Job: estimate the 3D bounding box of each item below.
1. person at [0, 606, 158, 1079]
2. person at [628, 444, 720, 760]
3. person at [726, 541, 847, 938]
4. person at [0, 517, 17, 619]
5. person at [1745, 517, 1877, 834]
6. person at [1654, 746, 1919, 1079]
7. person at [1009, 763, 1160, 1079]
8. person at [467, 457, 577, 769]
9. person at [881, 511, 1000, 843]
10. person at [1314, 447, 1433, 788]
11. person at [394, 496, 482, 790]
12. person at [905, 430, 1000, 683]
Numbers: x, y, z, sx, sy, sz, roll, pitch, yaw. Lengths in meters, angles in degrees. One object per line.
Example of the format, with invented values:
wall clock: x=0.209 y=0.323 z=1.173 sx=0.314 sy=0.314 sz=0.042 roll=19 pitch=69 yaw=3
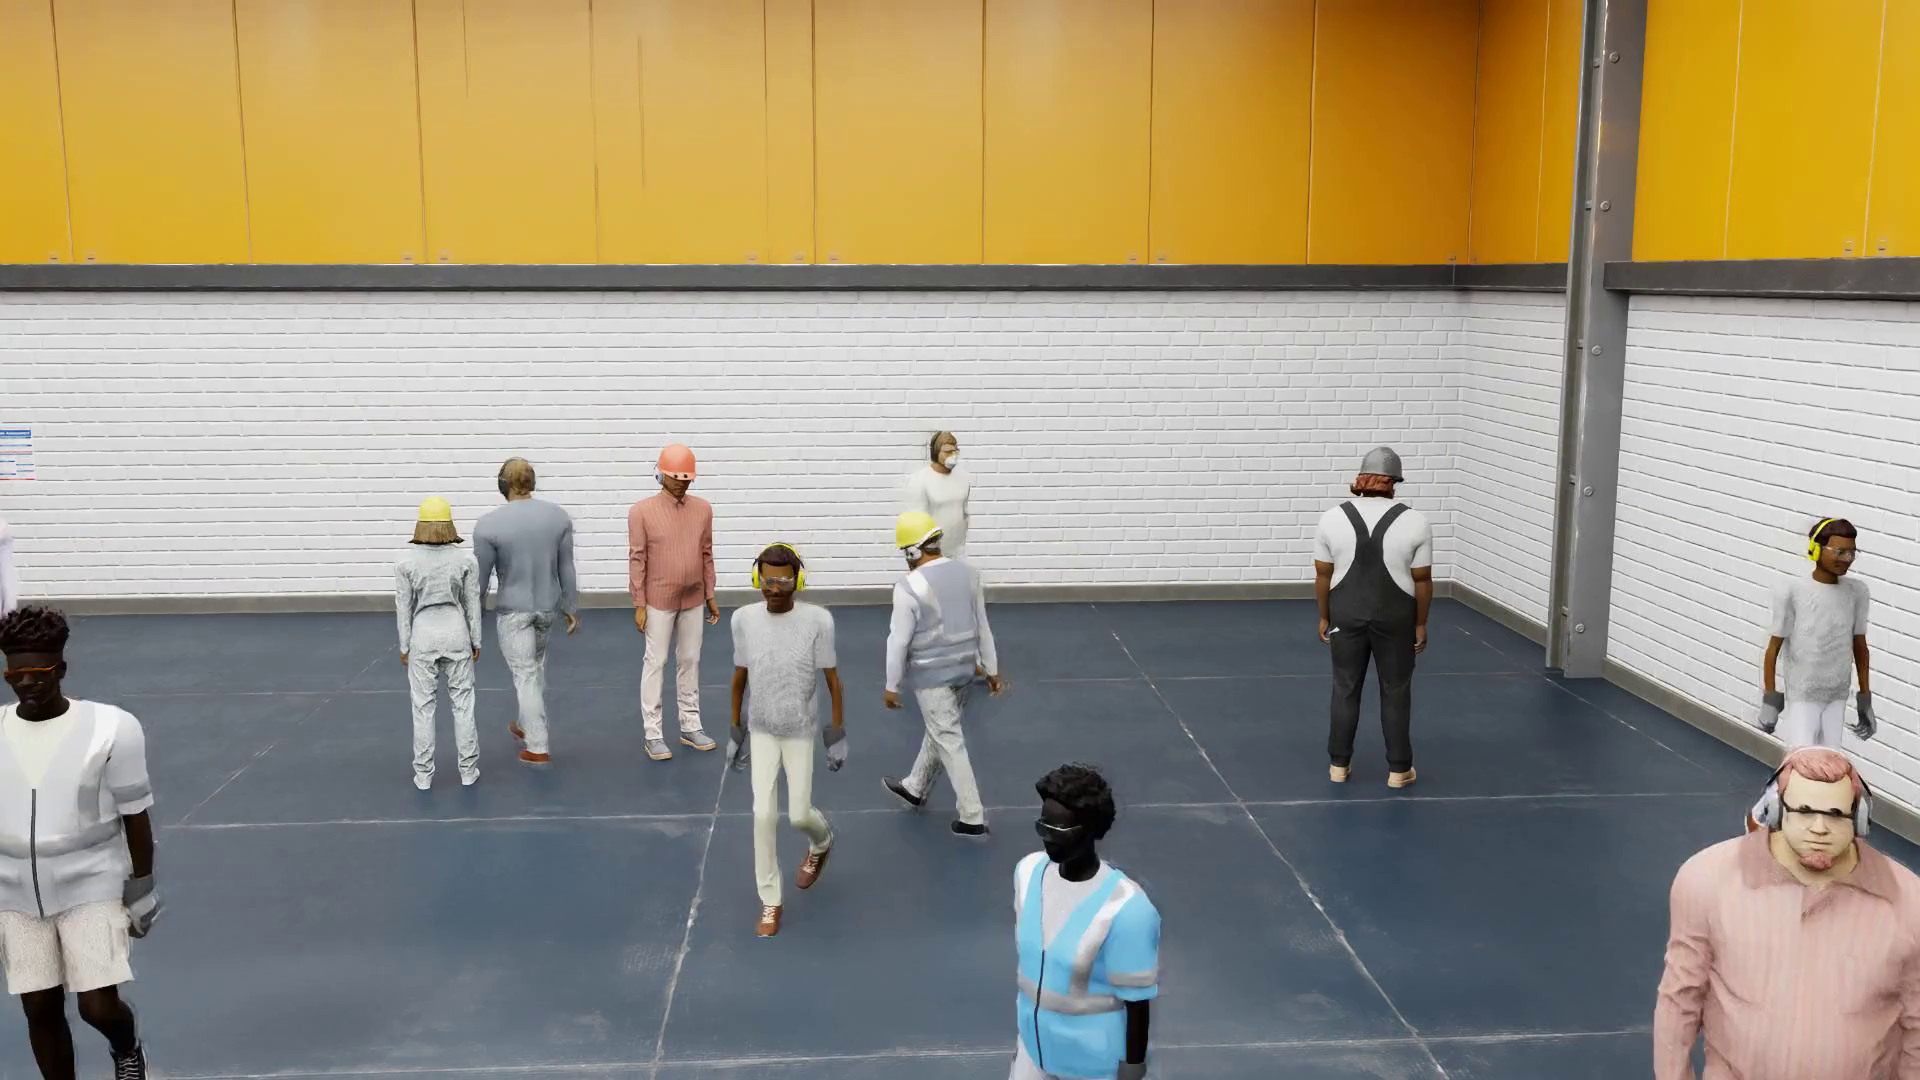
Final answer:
person: x=-3.040 y=1.171 z=5.618 sx=0.601 sy=1.955 sz=0.456 roll=-2 pitch=9 yaw=-9
person: x=-1.793 y=0.379 z=10.511 sx=0.611 sy=1.985 sz=0.393 roll=-8 pitch=12 yaw=-40
person: x=-0.805 y=0.885 z=7.807 sx=0.580 sy=1.839 sz=0.633 roll=1 pitch=9 yaw=9
person: x=-6.268 y=0.480 z=10.440 sx=0.646 sy=1.818 sz=0.603 roll=-5 pitch=10 yaw=-30
person: x=4.283 y=0.794 z=8.329 sx=0.516 sy=1.852 sz=0.447 roll=-2 pitch=9 yaw=-11
person: x=2.148 y=1.421 z=4.321 sx=0.645 sy=1.880 sz=0.826 roll=4 pitch=10 yaw=26
person: x=0.402 y=1.444 z=4.814 sx=0.663 sy=1.680 sz=0.539 roll=-8 pitch=12 yaw=-40
person: x=-2.788 y=0.428 z=10.396 sx=0.642 sy=1.913 sz=0.831 roll=-8 pitch=12 yaw=-42
person: x=-0.158 y=0.718 z=9.062 sx=0.911 sy=1.763 sz=0.648 roll=8 pitch=12 yaw=43
person: x=2.473 y=0.443 z=9.936 sx=0.684 sy=2.000 sz=0.535 roll=4 pitch=10 yaw=23
person: x=-3.088 y=0.605 z=9.877 sx=0.483 sy=1.737 sz=0.322 roll=-4 pitch=10 yaw=-23
person: x=-0.133 y=0.119 z=12.473 sx=0.653 sy=1.882 sz=1.042 roll=-8 pitch=12 yaw=-40
